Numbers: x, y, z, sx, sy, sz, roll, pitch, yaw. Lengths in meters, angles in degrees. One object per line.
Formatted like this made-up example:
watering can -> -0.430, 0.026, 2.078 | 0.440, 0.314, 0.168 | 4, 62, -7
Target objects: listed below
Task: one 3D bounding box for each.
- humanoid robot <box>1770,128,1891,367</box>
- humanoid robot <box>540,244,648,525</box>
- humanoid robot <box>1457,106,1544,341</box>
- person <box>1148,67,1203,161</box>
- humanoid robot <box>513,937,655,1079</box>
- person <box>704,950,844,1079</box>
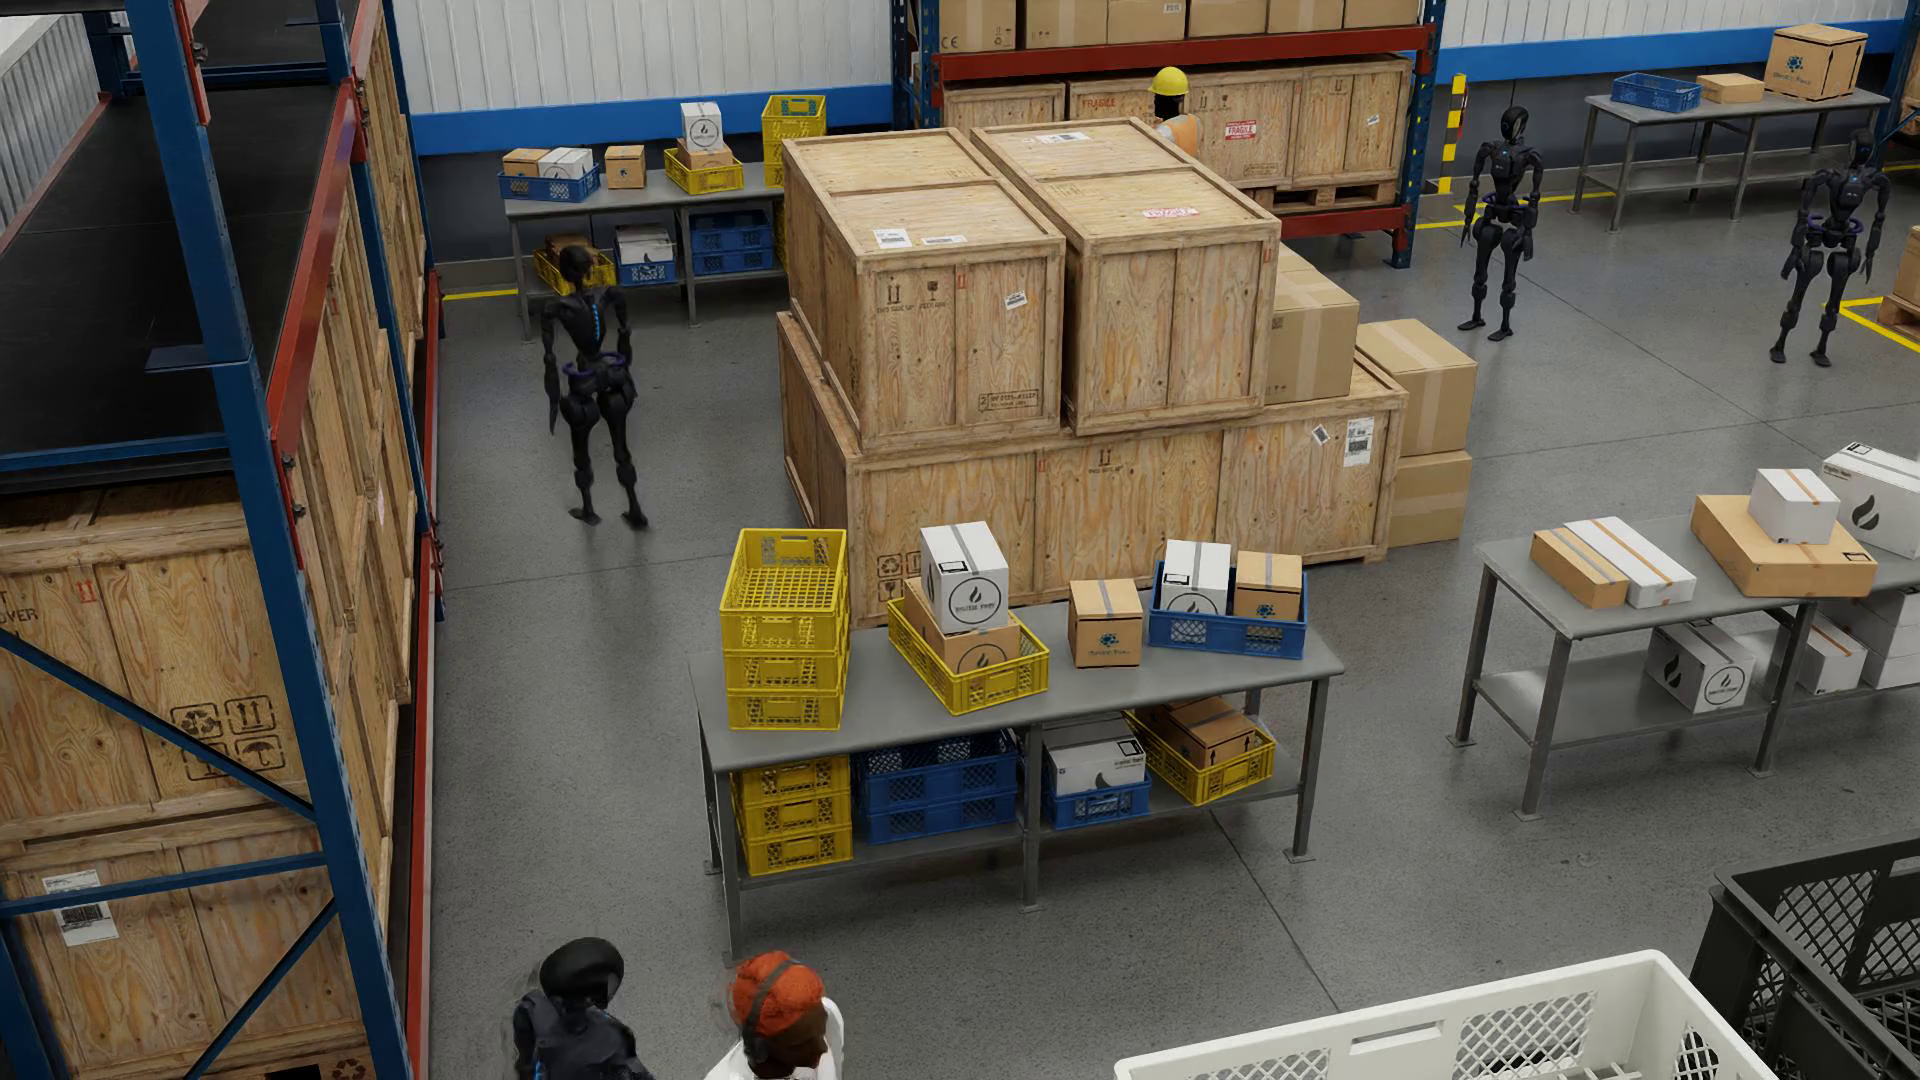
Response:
humanoid robot -> 5.872, -1.962, 11.217 | 0.573, 1.649, 0.349 | 6, 29, 11
humanoid robot -> -2.016, -0.840, 9.194 | 0.604, 1.663, 0.375 | -22, 36, -35
humanoid robot -> 3.810, -2.220, 11.685 | 0.335, 1.651, 0.570 | -26, 38, -38
person -> 1.434, -2.324, 11.615 | 0.368, 1.928, 0.584 | 21, 35, 33
humanoid robot -> -0.961, 1.716, 4.550 | 0.576, 1.639, 0.452 | 23, 36, 35
person -> -0.402, 1.782, 4.222 | 0.462, 1.868, 0.575 | 18, 34, 29
